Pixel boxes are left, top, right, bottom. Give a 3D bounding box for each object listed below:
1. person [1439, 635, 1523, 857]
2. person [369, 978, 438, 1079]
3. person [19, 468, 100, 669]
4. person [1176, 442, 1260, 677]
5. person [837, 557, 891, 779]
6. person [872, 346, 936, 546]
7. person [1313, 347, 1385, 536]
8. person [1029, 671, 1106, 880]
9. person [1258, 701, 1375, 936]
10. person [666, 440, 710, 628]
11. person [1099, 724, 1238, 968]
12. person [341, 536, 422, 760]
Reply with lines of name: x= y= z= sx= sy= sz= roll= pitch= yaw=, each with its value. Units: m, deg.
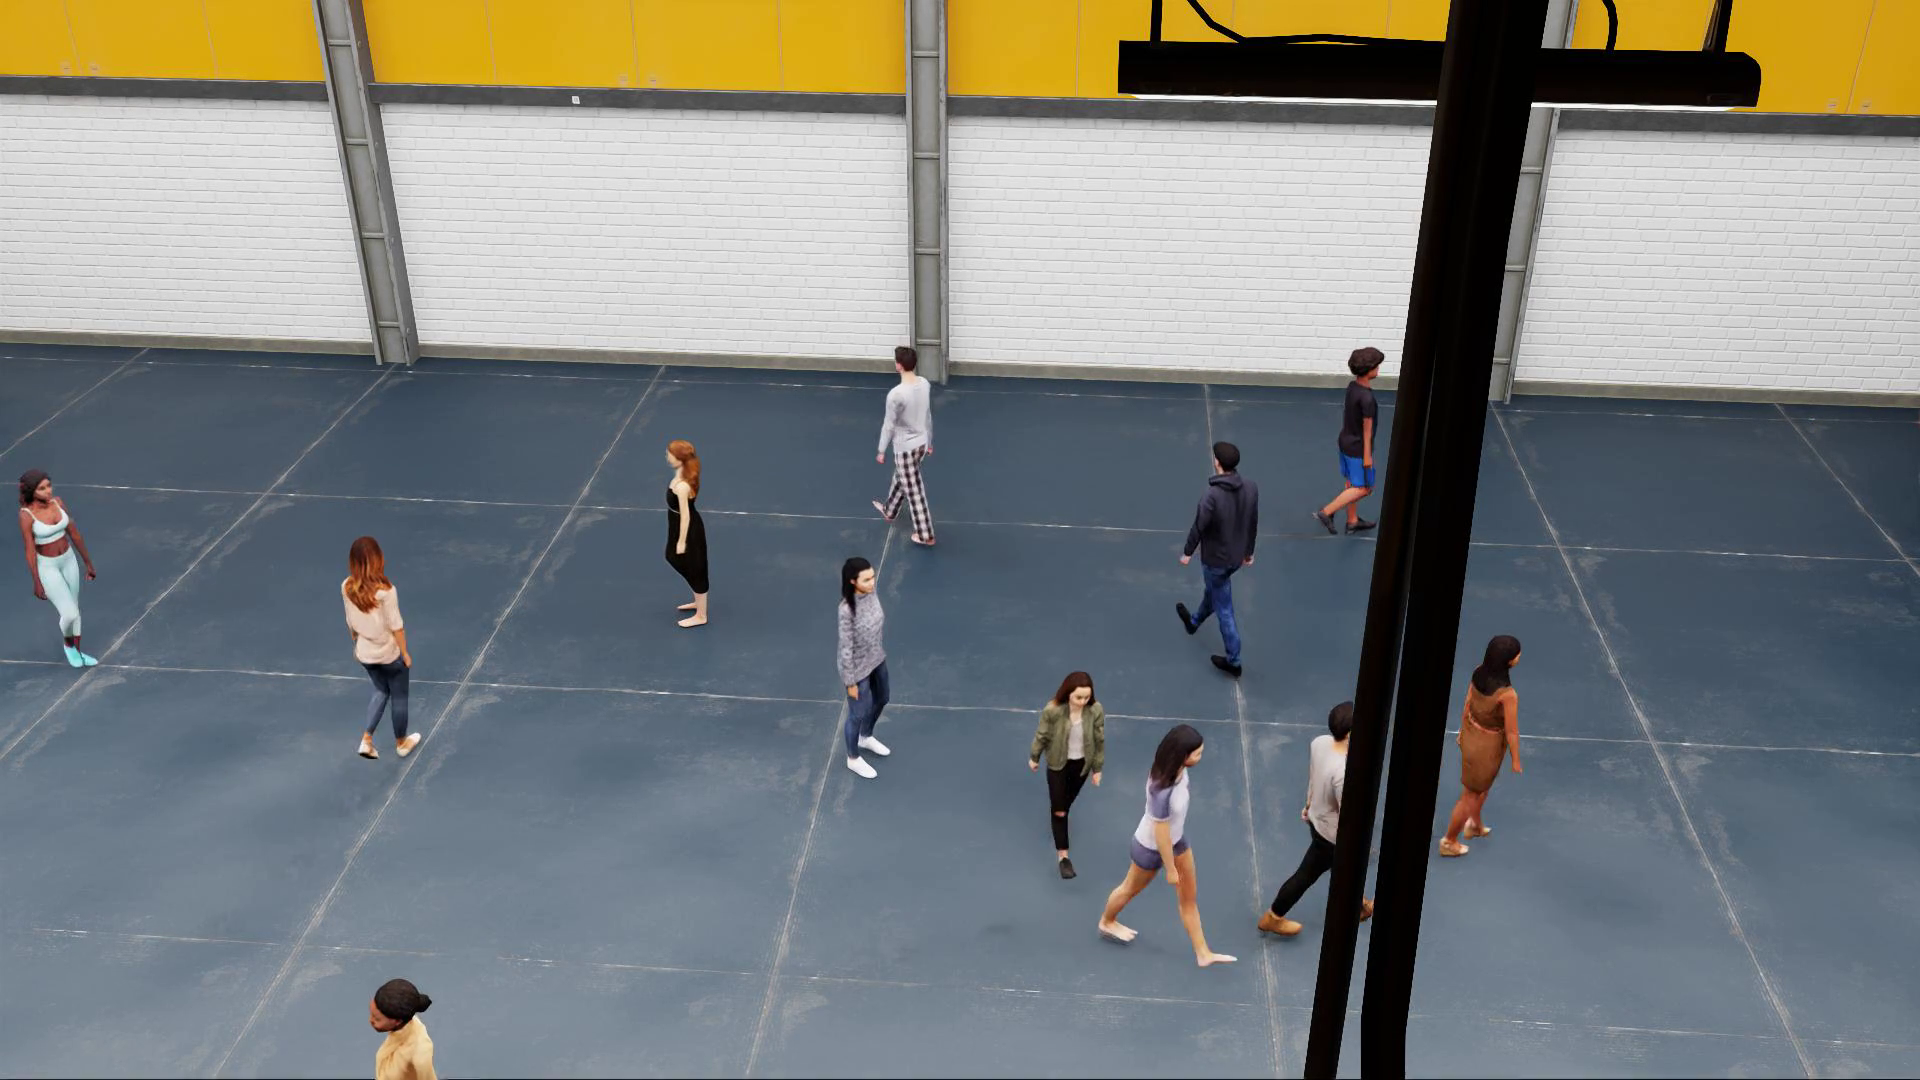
person: x=3.295 y=1.368 z=10.723 sx=0.724 sy=1.672 sz=0.655 roll=-5 pitch=29 yaw=-9
person: x=-2.579 y=2.780 z=8.182 sx=1.176 sy=1.627 sz=1.031 roll=-16 pitch=33 yaw=-27
person: x=-6.990 y=0.219 z=12.783 sx=0.671 sy=1.717 sz=0.667 roll=12 pitch=31 yaw=21
person: x=2.059 y=0.193 z=12.702 sx=1.189 sy=1.840 sz=1.183 roll=-18 pitch=33 yaw=-29
person: x=-0.704 y=0.850 z=11.612 sx=0.679 sy=1.730 sz=0.715 roll=15 pitch=32 yaw=25
person: x=-0.373 y=-0.777 z=14.503 sx=1.167 sy=1.817 sz=1.022 roll=22 pitch=35 yaw=34
person: x=3.431 y=-0.830 z=14.633 sx=0.919 sy=1.786 sz=0.726 roll=-3 pitch=29 yaw=-6
person: x=0.705 y=1.424 z=10.871 sx=0.973 sy=1.432 sz=0.817 roll=-2 pitch=29 yaw=-4
person: x=2.155 y=1.732 z=10.047 sx=1.154 sy=1.680 sz=0.736 roll=-2 pitch=29 yaw=-3
person: x=-2.185 y=-0.067 z=13.401 sx=0.609 sy=1.626 sz=0.608 roll=-2 pitch=29 yaw=-4
person: x=1.103 y=1.811 z=9.907 sx=1.195 sy=1.676 sz=0.894 roll=13 pitch=31 yaw=22
person: x=-4.078 y=0.833 z=11.591 sx=0.799 sy=1.779 sz=0.758 roll=9 pitch=30 yaw=16
